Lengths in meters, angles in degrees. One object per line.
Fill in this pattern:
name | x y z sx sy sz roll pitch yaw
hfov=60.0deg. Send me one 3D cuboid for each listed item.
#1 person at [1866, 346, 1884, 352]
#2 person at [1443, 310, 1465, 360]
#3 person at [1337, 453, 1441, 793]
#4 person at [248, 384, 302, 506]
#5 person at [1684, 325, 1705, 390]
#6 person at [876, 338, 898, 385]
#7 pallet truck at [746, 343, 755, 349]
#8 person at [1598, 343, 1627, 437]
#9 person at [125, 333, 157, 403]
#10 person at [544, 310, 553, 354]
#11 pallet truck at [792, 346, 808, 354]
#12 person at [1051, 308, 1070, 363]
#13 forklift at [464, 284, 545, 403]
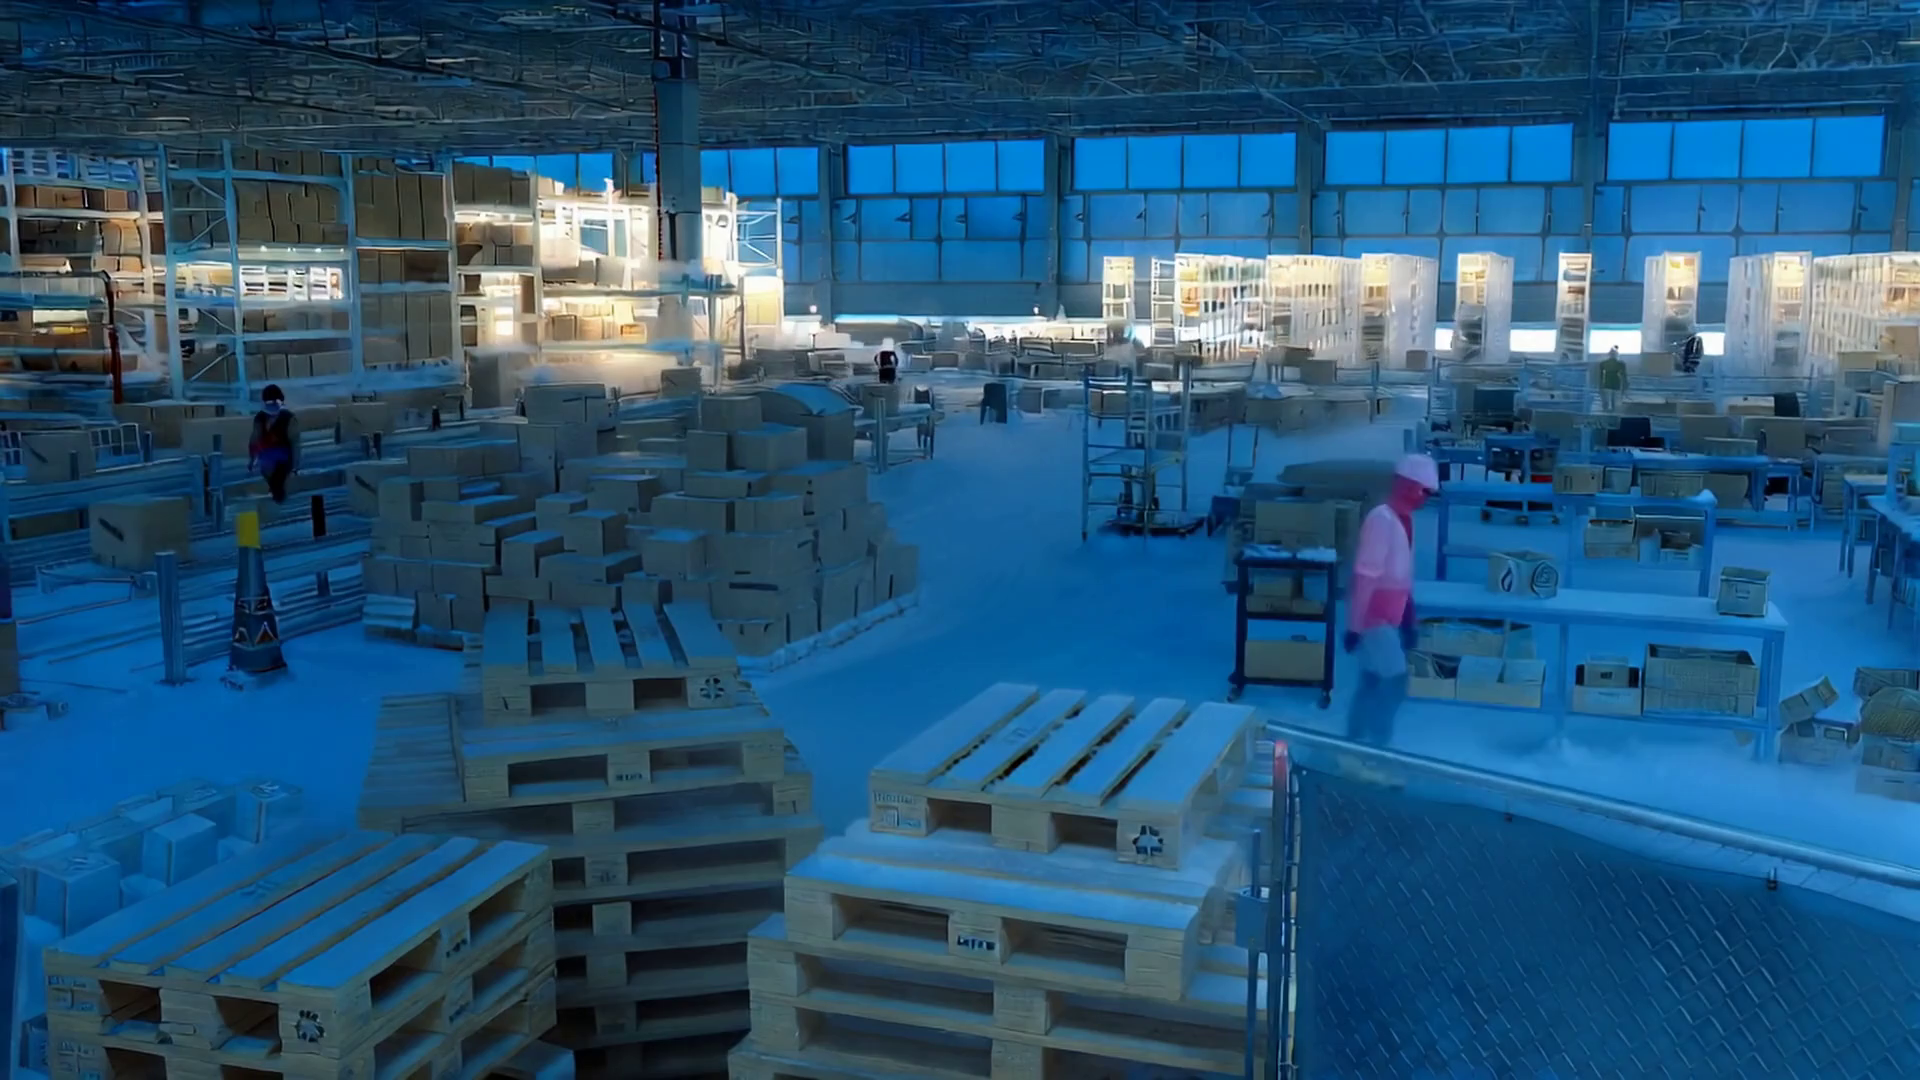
person | 21.135 -4.032 38.476 0.407 1.907 0.645 4 10 26
person | 17.614 -7.282 59.156 0.934 1.802 0.572 6 11 34
person | 2.522 0.486 9.800 0.606 1.993 0.703 5 11 31
person | -7.856 -0.910 19.218 0.595 1.798 0.889 3 10 20
person | 17.716 -4.275 40.219 0.600 1.827 0.404 -6 11 -32
person | -1.558 -3.495 35.730 0.540 1.697 0.317 6 11 33
pallet truck | -6.183 -4.618 44.264 1.601 1.201 0.680 -9 12 -43
person | 12.183 -2.783 31.052 0.524 1.769 0.314 8 12 40
person | -16.120 -3.110 32.697 0.522 1.889 0.681 4 10 25
person | -14.484 -7.139 58.160 0.633 1.846 0.429 -4 10 -26
pallet truck | -3.705 -4.298 42.022 0.653 1.274 1.630 3 10 20
person | 3.224 -6.457 53.394 0.609 1.997 0.374 2 9 12
forklift | -10.832 -4.702 39.610 1.129 2.768 1.873 3 10 20
